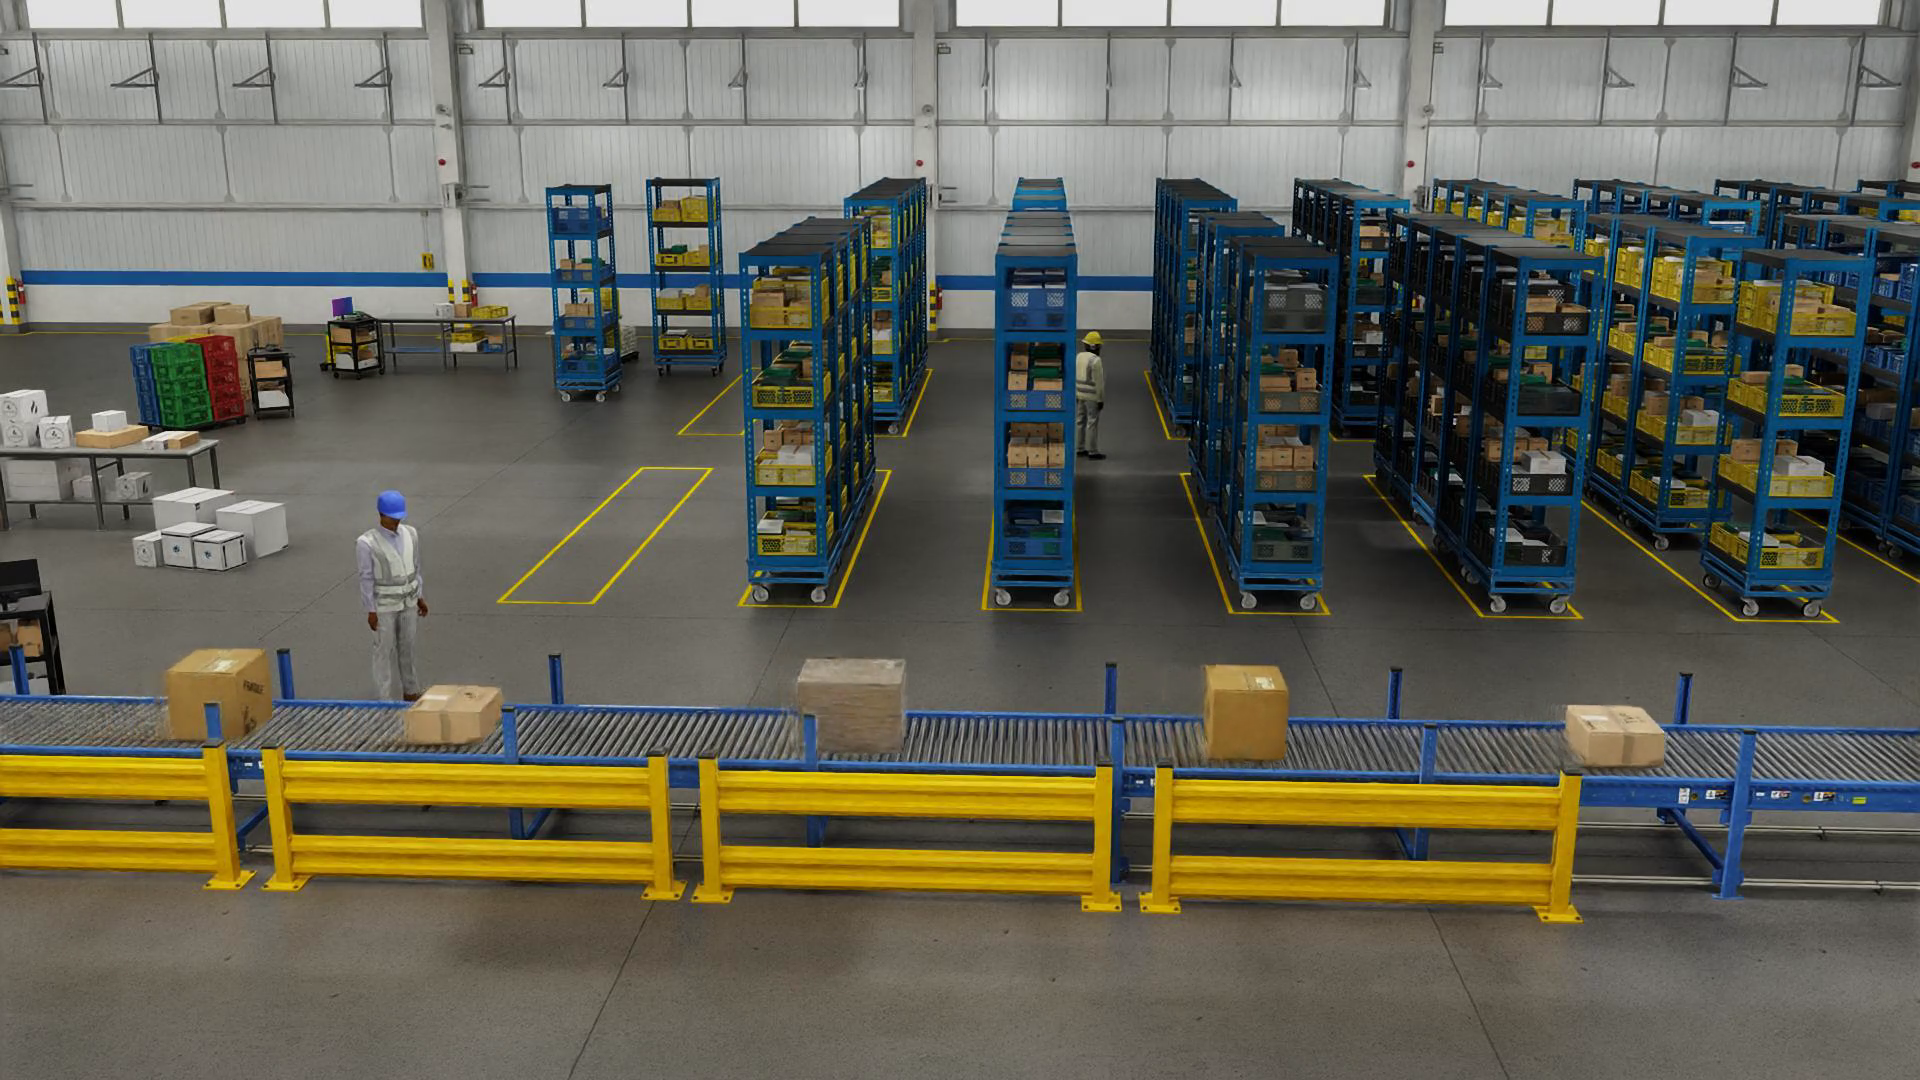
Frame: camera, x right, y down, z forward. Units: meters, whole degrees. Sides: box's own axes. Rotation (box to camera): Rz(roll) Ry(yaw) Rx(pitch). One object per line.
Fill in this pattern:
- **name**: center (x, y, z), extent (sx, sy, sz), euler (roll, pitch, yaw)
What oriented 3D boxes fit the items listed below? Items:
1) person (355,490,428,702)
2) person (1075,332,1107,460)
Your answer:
- **person**: center (-4.723, 0.526, 13.913), extent (0.401, 1.938, 0.603), euler (9, 17, 30)
- **person**: center (1.860, -2.053, 23.701), extent (0.404, 1.827, 0.588), euler (-9, 18, -31)
